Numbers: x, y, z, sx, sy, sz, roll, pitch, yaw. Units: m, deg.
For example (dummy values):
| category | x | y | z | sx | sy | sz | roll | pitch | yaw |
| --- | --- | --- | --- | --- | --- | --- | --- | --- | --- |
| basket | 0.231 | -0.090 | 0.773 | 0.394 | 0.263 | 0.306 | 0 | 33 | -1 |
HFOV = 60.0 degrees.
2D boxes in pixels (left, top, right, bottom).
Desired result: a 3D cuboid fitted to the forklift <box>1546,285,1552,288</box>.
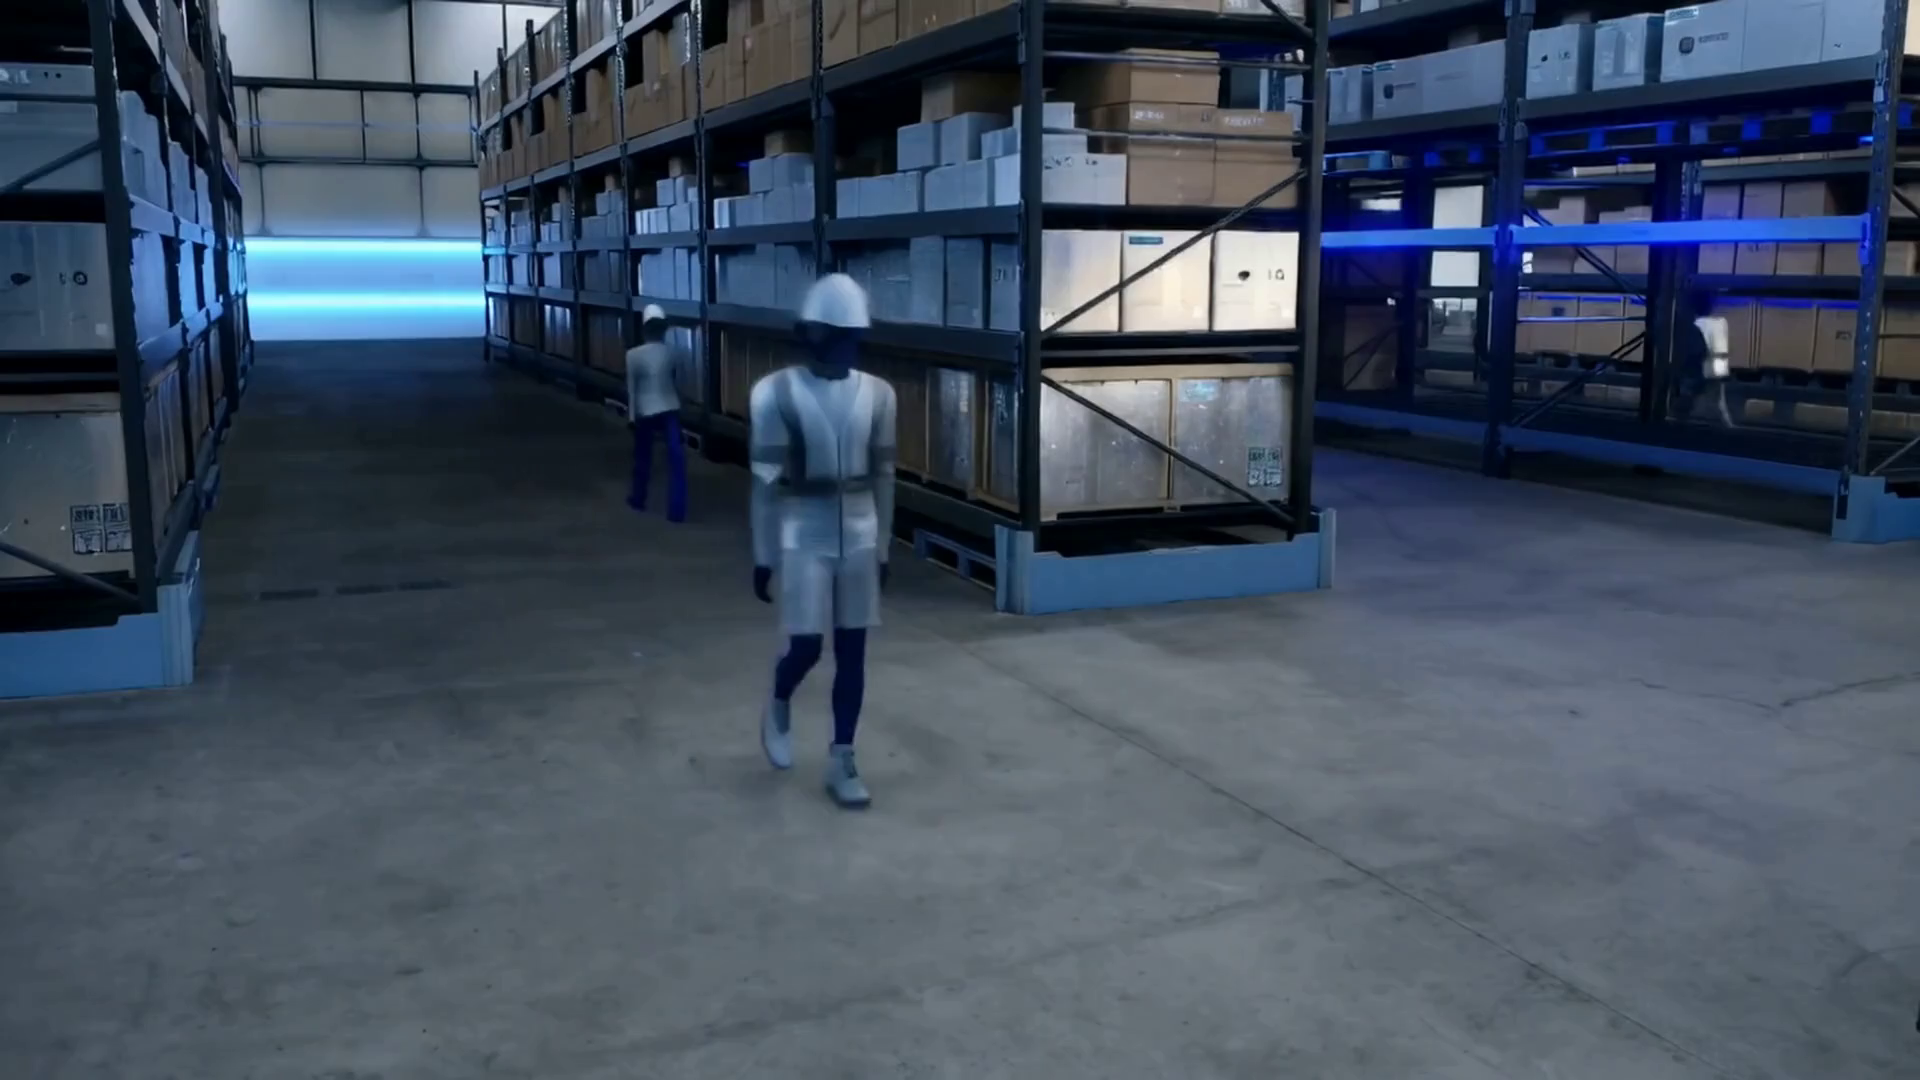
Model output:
| category | x | y | z | sx | sy | sz | roll | pitch | yaw |
| --- | --- | --- | --- | --- | --- | --- | --- | --- | --- |
| forklift | 10.928 | -4.565 | 31.204 | 1.873 | 2.768 | 1.129 | 6 | 11 | 31 |

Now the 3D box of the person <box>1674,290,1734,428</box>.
| category | x | y | z | sx | sy | sz | roll | pitch | yaw |
| --- | --- | --- | --- | --- | --- | --- | --- | --- | --- |
| person | 7.671 | -1.677 | 17.170 | 0.573 | 1.793 | 0.985 | -5 | 11 | -27 |

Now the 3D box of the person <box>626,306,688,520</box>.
| category | x | y | z | sx | sy | sz | roll | pitch | yaw |
| --- | --- | --- | --- | --- | --- | --- | --- | --- | --- |
| person | -2.472 | -1.041 | 13.560 | 0.551 | 1.713 | 0.917 | -5 | 11 | -29 |

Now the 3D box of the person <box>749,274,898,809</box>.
| category | x | y | z | sx | sy | sz | roll | pitch | yaw |
| --- | --- | --- | --- | --- | --- | --- | --- | --- | --- |
| person | -0.537 | 0.001 | 6.402 | 0.632 | 2.029 | 0.580 | -5 | 11 | -26 |
